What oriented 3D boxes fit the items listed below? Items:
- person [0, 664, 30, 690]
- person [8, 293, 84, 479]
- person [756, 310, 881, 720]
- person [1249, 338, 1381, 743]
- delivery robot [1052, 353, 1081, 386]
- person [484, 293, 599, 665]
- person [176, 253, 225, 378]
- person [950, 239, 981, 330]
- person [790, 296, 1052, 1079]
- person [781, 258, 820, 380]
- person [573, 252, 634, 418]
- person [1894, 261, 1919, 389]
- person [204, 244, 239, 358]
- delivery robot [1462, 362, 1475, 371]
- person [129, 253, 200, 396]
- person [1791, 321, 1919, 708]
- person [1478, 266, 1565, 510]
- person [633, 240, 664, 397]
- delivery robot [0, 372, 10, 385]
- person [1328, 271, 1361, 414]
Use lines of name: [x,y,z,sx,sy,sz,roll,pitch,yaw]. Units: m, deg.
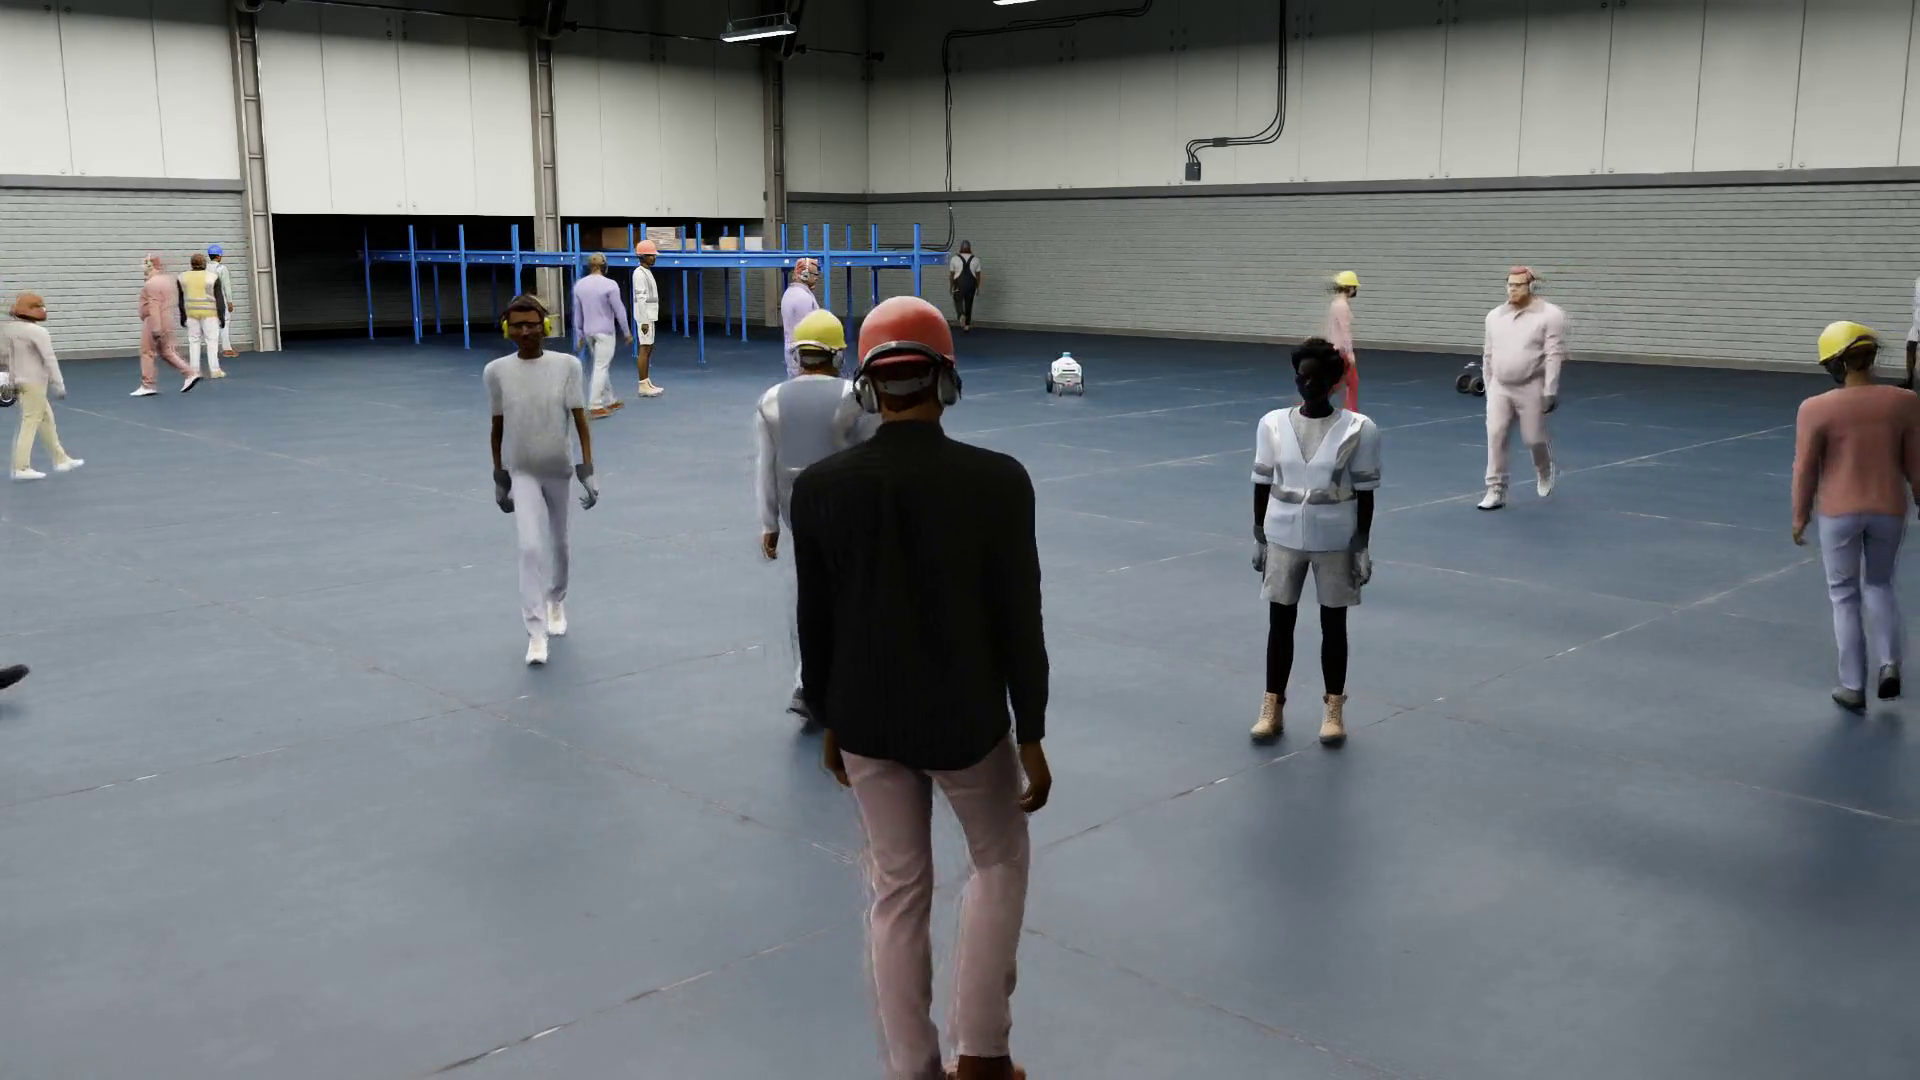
person: [-4.762,-0.151,7.282,0.996,1.884,0.546,-3,11,-18]
person: [-8.016,-1.358,14.598,0.531,1.600,0.771,7,12,32]
person: [-0.617,-0.123,7.405,0.583,1.793,0.953,4,11,22]
person: [1.462,0.024,6.913,0.569,1.692,0.468,5,11,24]
delivery robot: [1.430,-2.277,22.358,0.477,0.478,0.707,0,10,-2]
person: [-2.141,-0.352,8.540,0.536,1.833,0.940,-3,11,-15]
person: [-11.271,-3.328,24.749,0.666,1.838,0.429,-2,11,-8]
person: [0.118,-5.703,37.241,0.694,2.000,0.636,-2,11,-9]
person: [-0.083,0.424,3.905,0.635,1.965,0.491,3,11,17]
person: [-1.442,-1.678,15.560,0.408,1.903,0.638,-4,11,-20]
person: [-4.155,-2.405,19.533,0.646,1.927,0.686,7,12,32]
person: [13.066,-2.969,22.542,0.768,1.916,0.595,-3,11,-16]
person: [-12.932,-4.164,28.985,0.612,1.947,0.388,4,11,19]
delivery robot: [7.079,-2.383,22.228,0.698,0.223,0.335,-2,11,-10]
person: [-10.653,-2.874,22.166,0.837,1.887,0.648,-2,11,-10]
person: [4.031,-0.111,7.465,0.597,1.723,0.418,1,10,8]
person: [4.386,-1.195,12.986,0.646,1.878,0.802,8,13,38]
person: [-4.128,-2.938,22.040,0.373,2.042,0.614,0,10,-2]
delivery robot: [-12.208,-1.958,20.622,0.477,0.478,0.707,7,13,35]
person: [4.069,-2.035,17.962,0.801,1.736,0.525,3,11,15]
